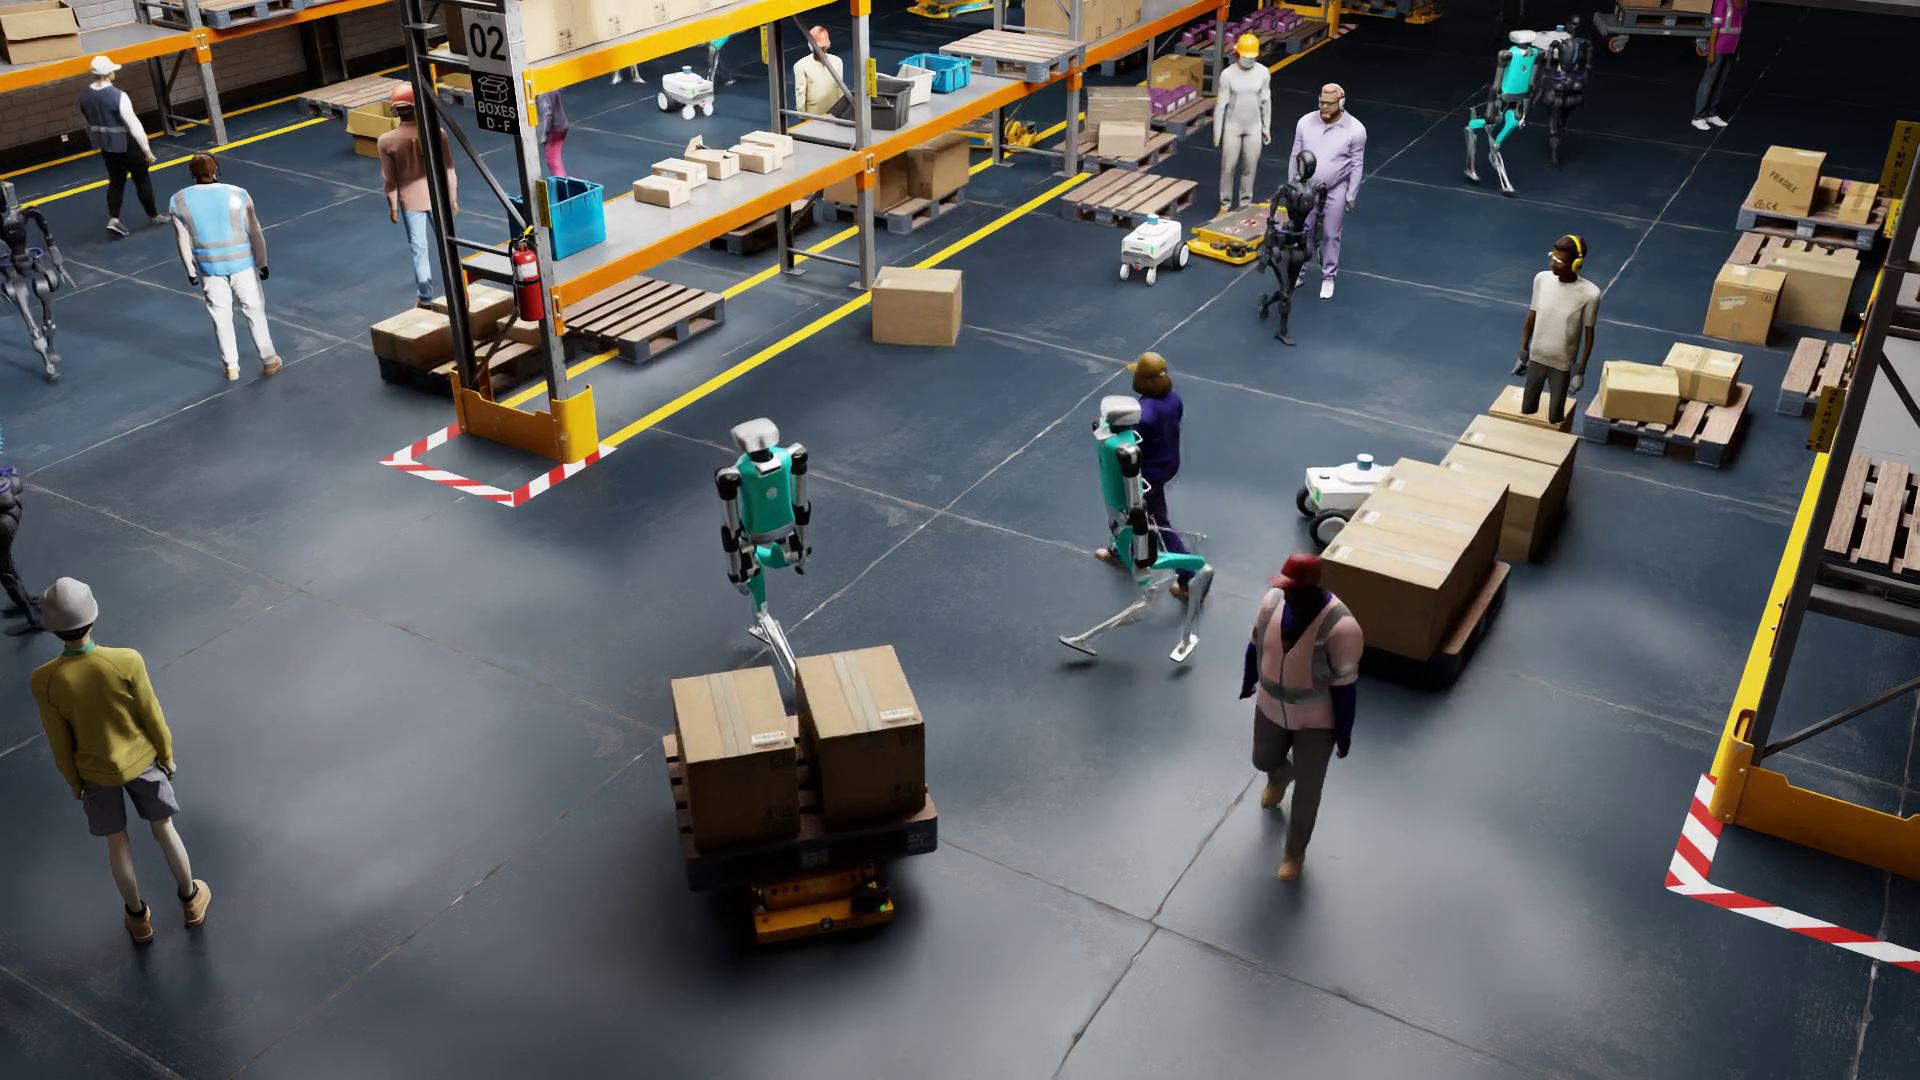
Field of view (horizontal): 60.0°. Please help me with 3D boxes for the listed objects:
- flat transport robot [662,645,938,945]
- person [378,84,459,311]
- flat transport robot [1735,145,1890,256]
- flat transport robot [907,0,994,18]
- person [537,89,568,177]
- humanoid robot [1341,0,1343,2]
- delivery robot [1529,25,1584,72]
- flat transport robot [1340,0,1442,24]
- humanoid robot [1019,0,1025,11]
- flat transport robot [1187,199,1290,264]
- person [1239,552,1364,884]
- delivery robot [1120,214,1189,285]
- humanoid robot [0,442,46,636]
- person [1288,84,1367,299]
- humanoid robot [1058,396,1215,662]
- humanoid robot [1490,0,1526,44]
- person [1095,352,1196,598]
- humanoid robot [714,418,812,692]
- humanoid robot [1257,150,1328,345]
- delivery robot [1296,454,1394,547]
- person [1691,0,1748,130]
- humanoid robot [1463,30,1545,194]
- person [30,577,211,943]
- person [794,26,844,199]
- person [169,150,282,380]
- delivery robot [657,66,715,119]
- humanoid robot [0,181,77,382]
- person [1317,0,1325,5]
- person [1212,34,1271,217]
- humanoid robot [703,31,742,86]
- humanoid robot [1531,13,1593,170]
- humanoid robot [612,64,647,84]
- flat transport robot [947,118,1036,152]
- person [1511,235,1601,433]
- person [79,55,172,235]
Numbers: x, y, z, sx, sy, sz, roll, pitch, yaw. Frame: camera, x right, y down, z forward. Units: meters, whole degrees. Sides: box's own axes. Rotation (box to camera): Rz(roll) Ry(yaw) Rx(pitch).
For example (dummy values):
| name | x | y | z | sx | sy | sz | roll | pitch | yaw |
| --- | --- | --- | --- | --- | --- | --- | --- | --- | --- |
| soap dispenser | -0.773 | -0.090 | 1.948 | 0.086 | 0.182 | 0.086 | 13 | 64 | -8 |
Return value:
| name | x | y | z | sx | sy | sz | roll | pitch | yaw |
| --- | --- | --- | --- | --- | --- | --- | --- | --- | --- |
| flat transport robot | -0.811 | 1.444 | 8.387 | 0.659 | 0.231 | 1.431 | -7 | 30 | -13 |
| person | -4.641 | -2.931 | 14.383 | 0.608 | 1.987 | 0.387 | -13 | 32 | -21 |
| flat transport robot | 8.287 | -2.996 | 16.241 | 0.659 | 0.231 | 1.431 | 17 | 34 | 27 |
| flat transport robot | -0.045 | -8.208 | 25.462 | 1.431 | 0.231 | 0.659 | -21 | 36 | -33 |
| person | -4.173 | -4.207 | 17.018 | 0.322 | 1.613 | 0.536 | -8 | 30 | -13 |
| humanoid robot | 5.575 | -8.564 | 24.631 | 0.764 | 1.800 | 0.537 | 24 | 37 | 36 |
| delivery robot | 7.993 | -6.601 | 22.345 | 0.510 | 0.610 | 0.782 | -16 | 33 | -25 |
| flat transport robot | 6.492 | -8.028 | 25.142 | 1.431 | 0.231 | 0.659 | 21 | 36 | 32 |
| humanoid robot | 1.083 | -7.432 | 22.643 | 0.536 | 1.779 | 1.022 | 4 | 30 | 7 |
| flat transport robot | 2.862 | -3.022 | 16.288 | 0.659 | 0.231 | 1.431 | 24 | 37 | 36 |
| person | 1.658 | 0.781 | 8.088 | 0.623 | 1.736 | 0.602 | 19 | 35 | 30 |
| delivery robot | 1.788 | -2.736 | 15.492 | 0.499 | 0.595 | 0.792 | 15 | 33 | 25 |
| humanoid robot | -5.766 | -0.186 | 9.841 | 0.388 | 1.653 | 0.616 | -8 | 30 | -14 |
| person | 3.204 | -3.086 | 14.738 | 0.650 | 1.905 | 0.406 | 14 | 32 | 23 |
| humanoid robot | 1.121 | -0.031 | 9.525 | 1.059 | 1.732 | 0.542 | -7 | 30 | -13 |
| humanoid robot | 7.824 | -7.834 | 23.370 | 0.604 | 1.645 | 0.387 | 3 | 30 | 6 |
| person | 1.227 | -0.407 | 10.338 | 0.854 | 1.584 | 0.459 | 20 | 35 | 31 |
| humanoid robot | -1.168 | 0.043 | 9.389 | 0.584 | 1.741 | 1.039 | -17 | 34 | -28 |
| humanoid robot | 2.734 | -2.511 | 14.008 | 0.605 | 1.637 | 0.742 | -12 | 32 | -20 |
| delivery robot | 2.665 | -0.285 | 11.147 | 0.750 | 0.587 | 0.525 | -1 | 30 | -2 |
| person | 8.991 | -5.777 | 19.557 | 0.520 | 1.847 | 0.336 | -16 | 33 | -26 |
| humanoid robot | 5.620 | -4.510 | 17.457 | 0.533 | 1.751 | 1.013 | -10 | 31 | -17 |
| person | -3.794 | 1.014 | 7.503 | 0.472 | 1.892 | 0.385 | -14 | 32 | -24 |
| person | -1.436 | -4.456 | 17.314 | 0.562 | 1.751 | 0.329 | -18 | 34 | -28 |
| person | -5.816 | -2.174 | 13.190 | 0.629 | 1.842 | 0.429 | -9 | 31 | -15 |
| delivery robot | -3.345 | -5.495 | 20.367 | 0.523 | 0.589 | 0.761 | -24 | 37 | -35 |
| humanoid robot | -7.426 | -2.103 | 13.282 | 0.612 | 1.623 | 0.767 | -23 | 36 | -34 |
| person | 5.669 | -9.225 | 25.689 | 0.660 | 1.816 | 0.489 | -11 | 31 | -19 |
| person | 2.799 | -4.093 | 16.552 | 0.582 | 1.870 | 0.446 | -1 | 30 | -2 |
| humanoid robot | -3.108 | -6.534 | 21.030 | 0.552 | 1.756 | 0.985 | 14 | 32 | 23 |
| humanoid robot | 6.594 | -4.947 | 18.286 | 0.612 | 1.634 | 0.665 | -5 | 30 | -9 |
| humanoid robot | -4.269 | -6.743 | 21.382 | 0.616 | 1.779 | 0.847 | -16 | 33 | -26 |
| flat transport robot | 0.132 | -4.696 | 19.248 | 1.431 | 0.231 | 0.659 | 5 | 30 | 9 |
| person | 4.073 | -1.211 | 11.466 | 0.328 | 1.863 | 0.509 | -24 | 38 | -36 |
| person | -8.234 | -3.860 | 16.273 | 0.768 | 1.741 | 0.677 | 6 | 30 | 10 |
